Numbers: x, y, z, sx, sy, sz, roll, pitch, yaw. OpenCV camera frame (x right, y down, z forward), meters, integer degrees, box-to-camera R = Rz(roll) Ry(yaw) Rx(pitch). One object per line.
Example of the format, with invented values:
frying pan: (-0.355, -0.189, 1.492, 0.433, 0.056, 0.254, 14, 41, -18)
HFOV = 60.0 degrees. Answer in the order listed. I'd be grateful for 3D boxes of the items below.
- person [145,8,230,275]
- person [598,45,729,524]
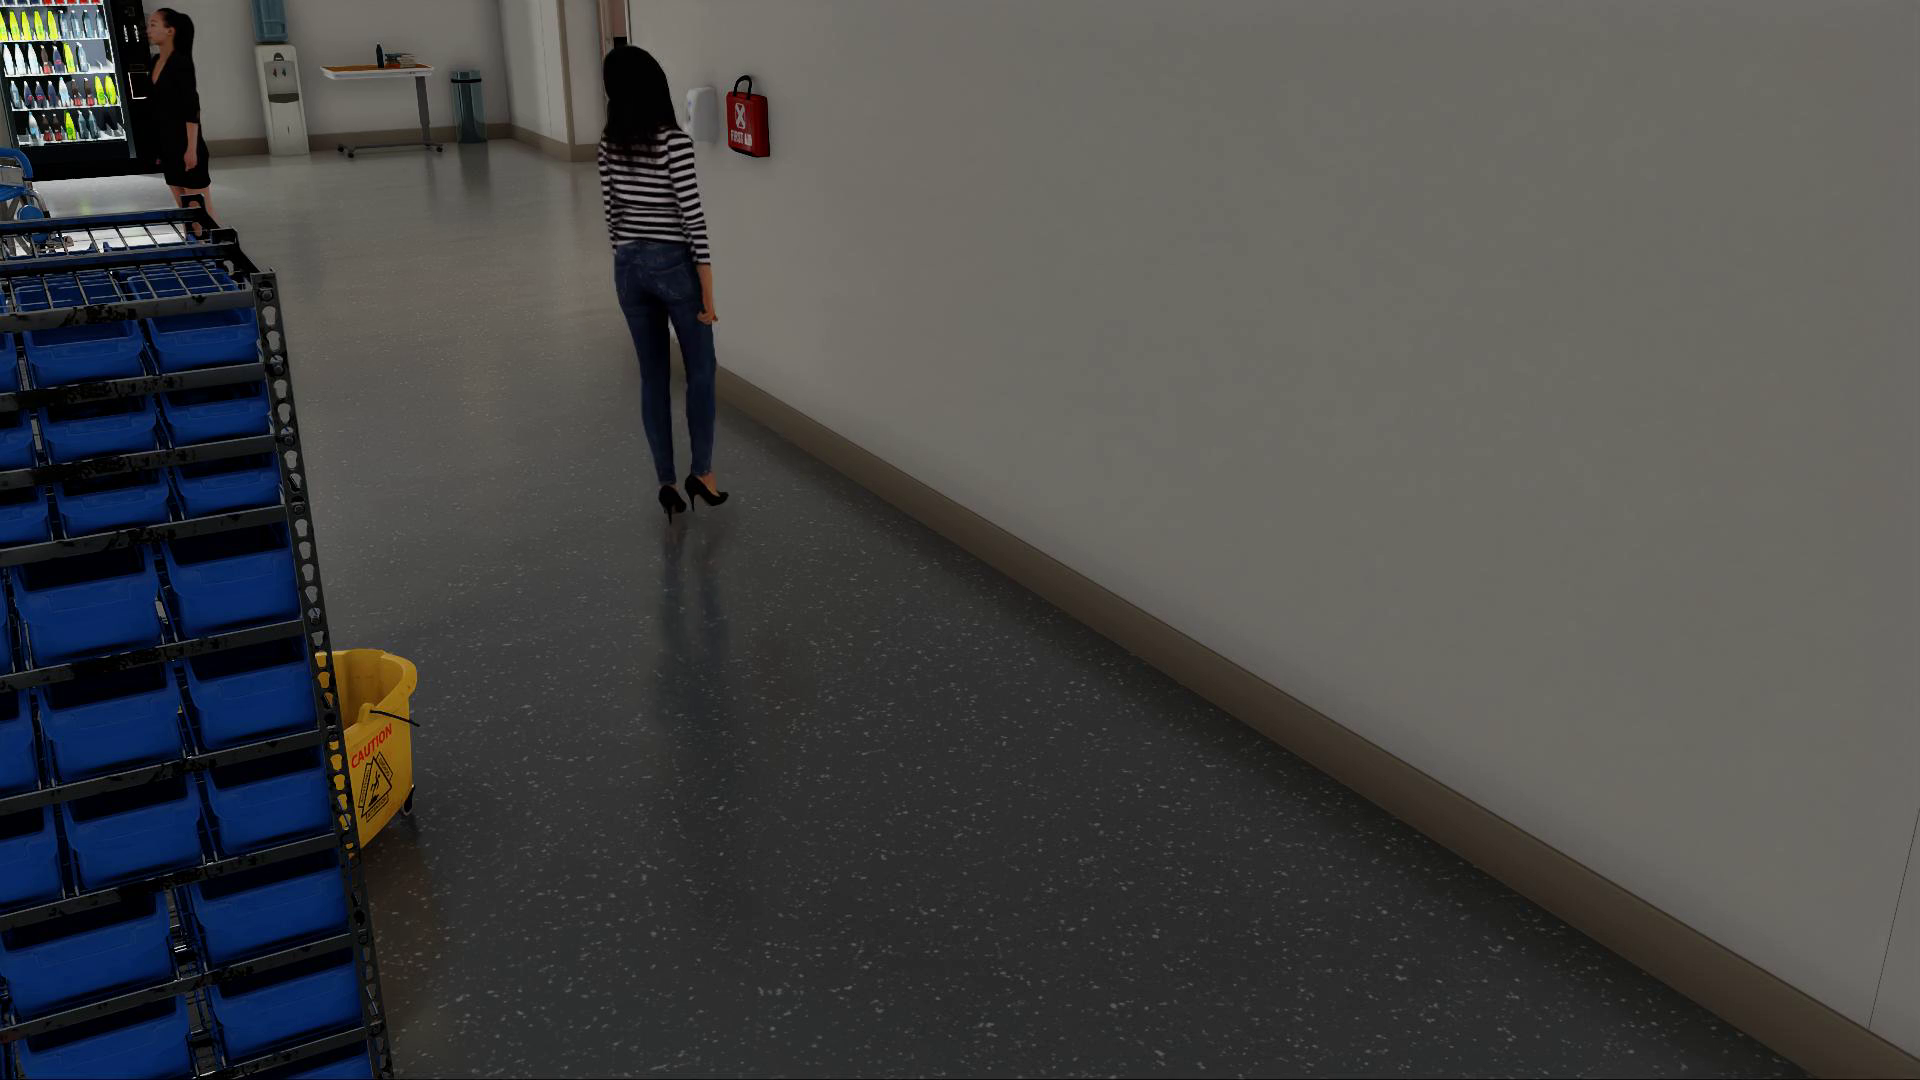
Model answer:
person: (-4.779, -2.394, 10.252, 0.666, 1.697, 0.656, 16, 26, 36)
person: (-1.137, -0.931, 6.289, 0.742, 1.769, 0.781, 13, 25, 31)
